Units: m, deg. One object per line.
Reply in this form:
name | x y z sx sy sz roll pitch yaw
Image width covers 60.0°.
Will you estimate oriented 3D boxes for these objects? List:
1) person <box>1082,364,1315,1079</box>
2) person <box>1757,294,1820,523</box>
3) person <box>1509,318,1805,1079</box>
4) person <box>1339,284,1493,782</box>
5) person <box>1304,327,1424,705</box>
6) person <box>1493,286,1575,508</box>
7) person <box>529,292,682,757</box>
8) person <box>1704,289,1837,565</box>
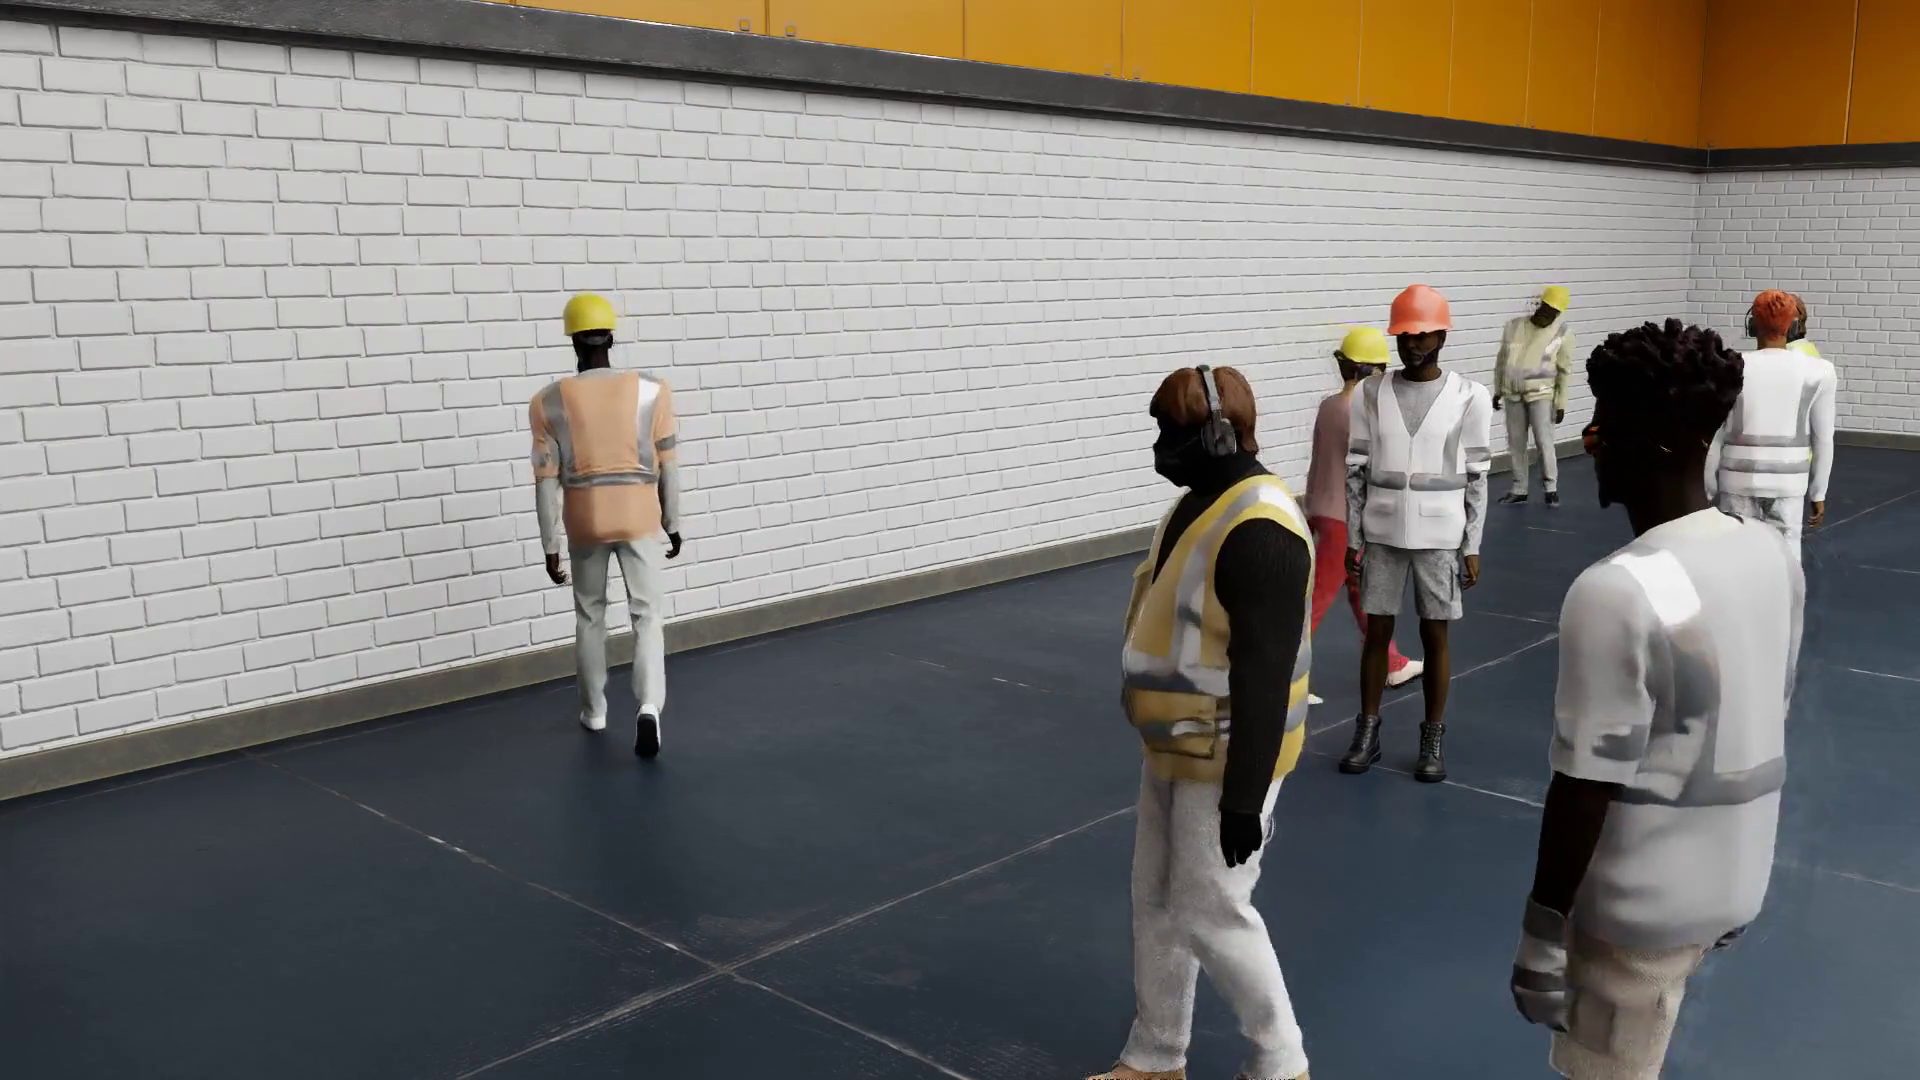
person | 0.564 0.497 3.921 0.489 1.837 0.658 -1 10 -8
person | 4.315 -0.384 8.848 0.429 1.840 0.624 6 12 32
person | 1.189 0.593 2.935 0.632 1.954 0.419 -9 13 -41
person | 1.760 -0.018 6.475 0.548 1.937 0.379 5 11 25
person | 1.810 -0.098 7.562 0.930 1.714 0.555 -2 10 -10
person | 4.593 -1.142 13.367 0.635 1.783 0.419 9 14 43
person | -1.450 -0.068 6.869 0.610 1.900 0.836 -2 10 -12
person | 3.798 -0.237 7.878 0.575 1.885 0.355 4 11 20
